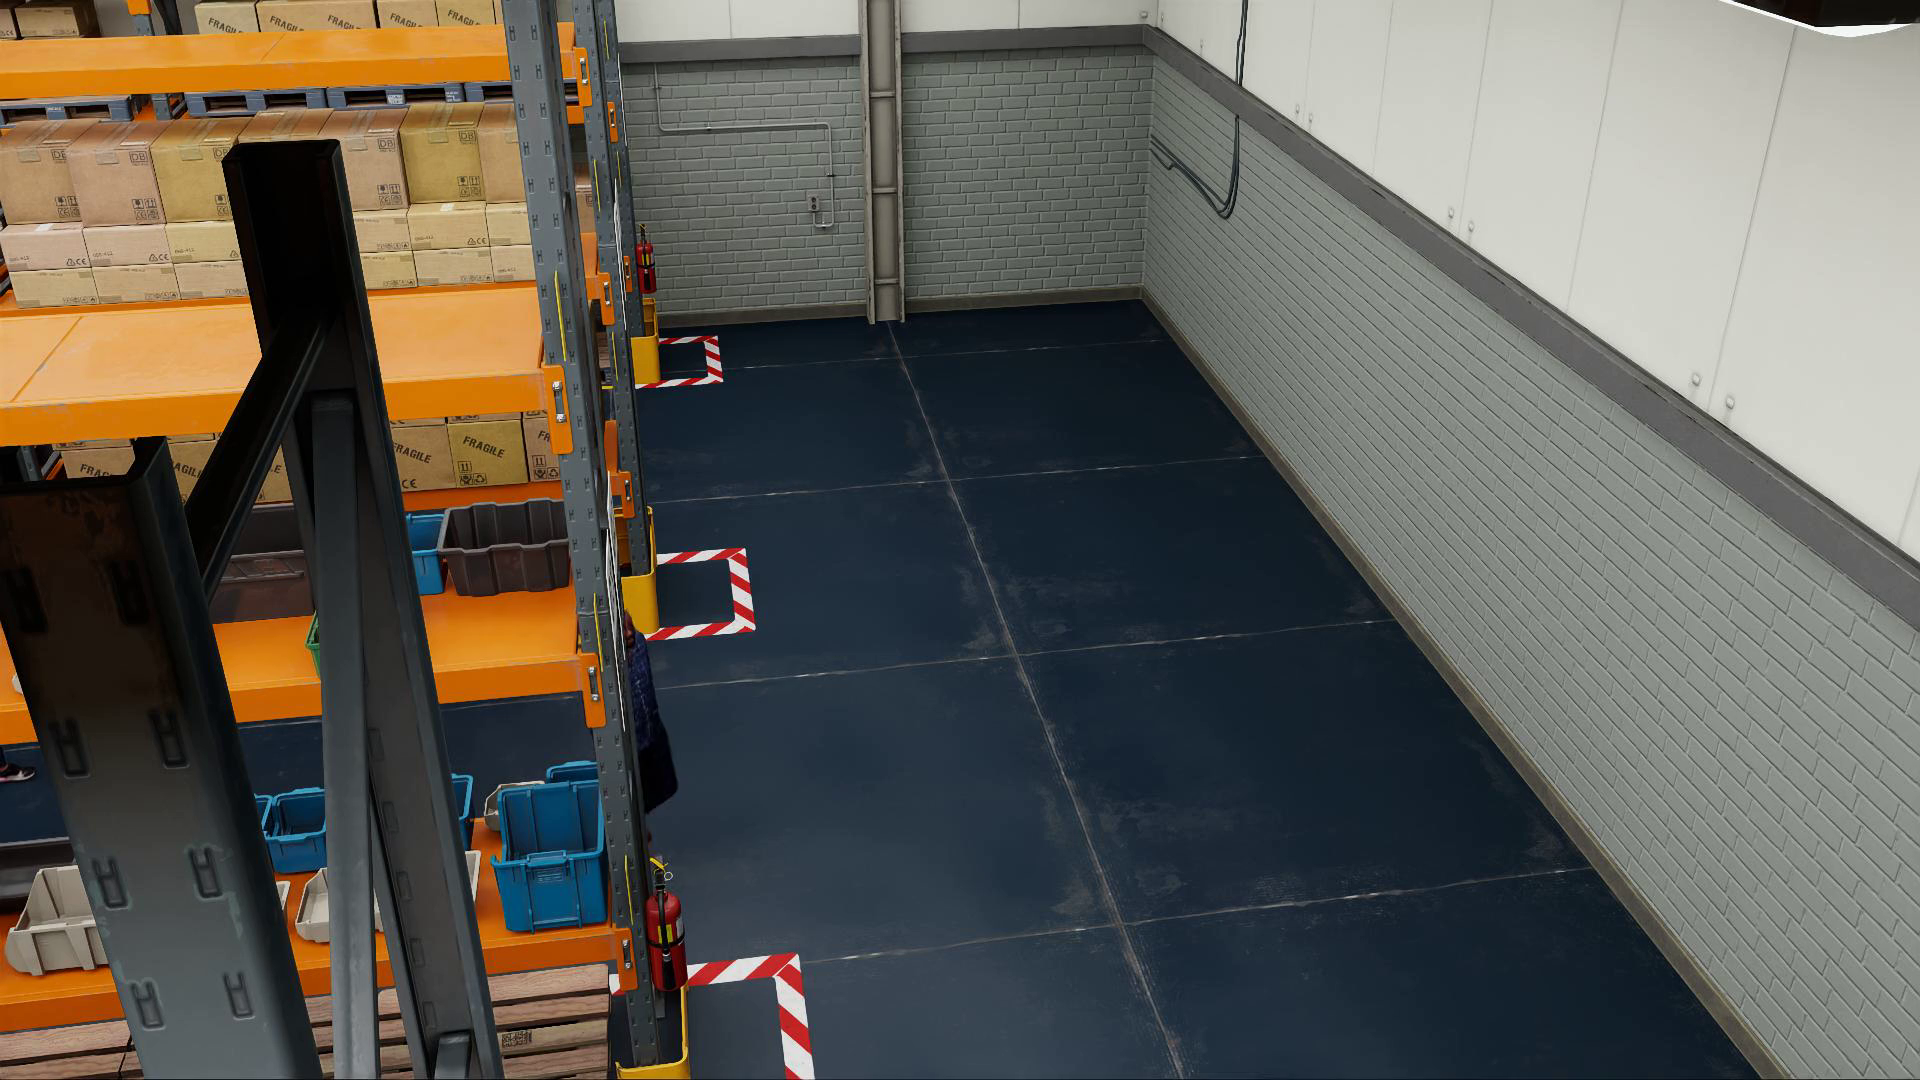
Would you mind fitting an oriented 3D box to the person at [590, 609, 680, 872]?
[{"bbox_3d":[-2.000,1.140,9.829,0.885,1.810,0.826,18,33,30],"label":"person"}]
